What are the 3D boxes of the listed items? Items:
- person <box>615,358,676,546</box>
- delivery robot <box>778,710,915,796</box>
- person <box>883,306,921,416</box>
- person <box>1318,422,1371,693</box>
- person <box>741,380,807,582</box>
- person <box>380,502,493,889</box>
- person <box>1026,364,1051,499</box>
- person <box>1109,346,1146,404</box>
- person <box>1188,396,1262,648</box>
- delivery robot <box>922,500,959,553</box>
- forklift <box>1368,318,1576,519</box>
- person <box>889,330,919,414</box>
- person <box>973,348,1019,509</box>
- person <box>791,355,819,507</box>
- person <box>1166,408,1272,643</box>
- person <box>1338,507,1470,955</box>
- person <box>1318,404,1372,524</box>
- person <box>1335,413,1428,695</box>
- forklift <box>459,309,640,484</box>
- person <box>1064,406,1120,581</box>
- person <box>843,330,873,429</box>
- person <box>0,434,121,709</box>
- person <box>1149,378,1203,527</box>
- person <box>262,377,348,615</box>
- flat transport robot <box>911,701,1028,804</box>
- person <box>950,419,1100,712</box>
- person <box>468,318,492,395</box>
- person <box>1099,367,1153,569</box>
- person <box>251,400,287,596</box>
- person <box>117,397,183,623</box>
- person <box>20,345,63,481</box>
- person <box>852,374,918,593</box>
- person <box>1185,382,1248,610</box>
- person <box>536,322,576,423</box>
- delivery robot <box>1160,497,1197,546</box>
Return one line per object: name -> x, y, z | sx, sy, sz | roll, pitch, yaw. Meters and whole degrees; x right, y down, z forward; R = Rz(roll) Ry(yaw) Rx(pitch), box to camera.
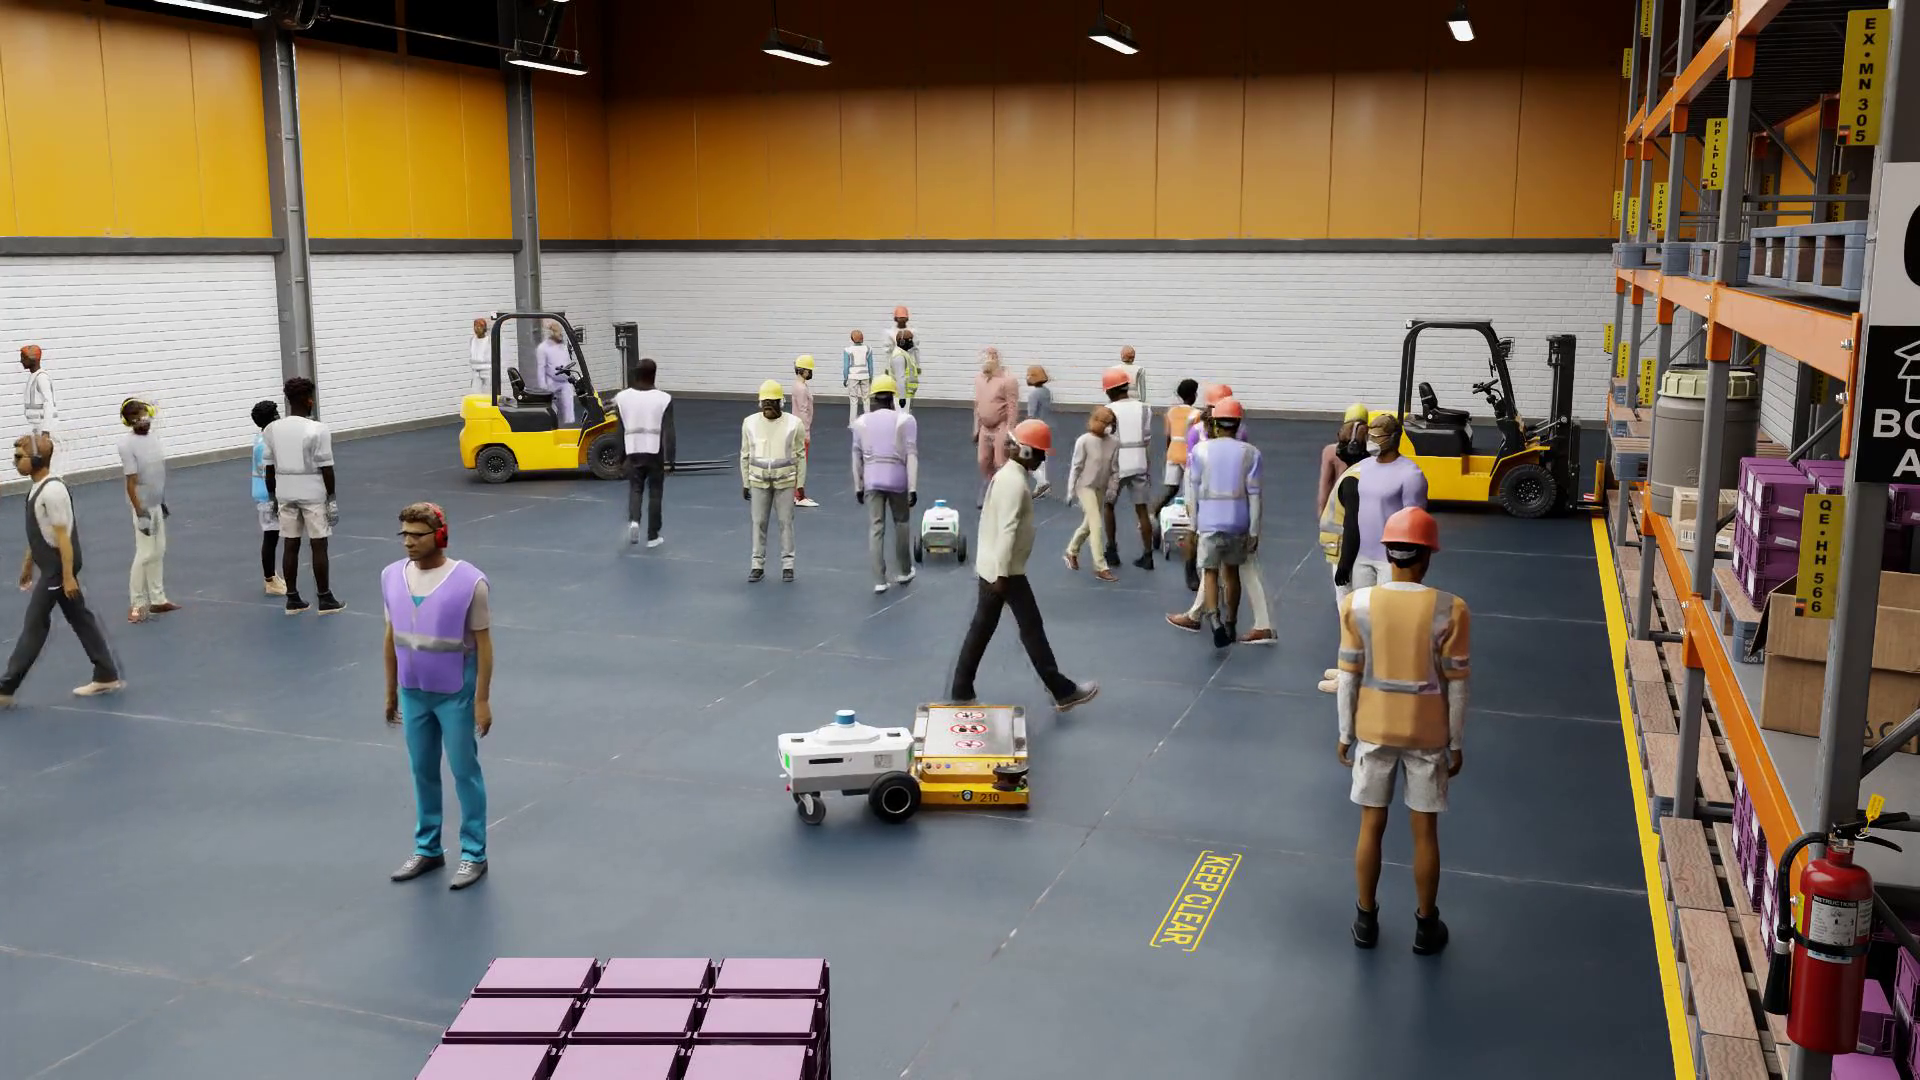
person -> -3.148, -0.864, 16.674 | 0.612, 1.902, 0.476 | 1, 10, 5
delivery robot -> -0.610, 1.150, 8.864 | 0.707, 0.478, 0.477 | -2, 10, -11
person -> -0.959, -2.947, 28.102 | 0.686, 2.007, 0.796 | -3, 10, -14
person -> 2.659, 0.118, 11.319 | 0.429, 1.844, 0.626 | 4, 11, 21
person -> -1.680, -0.529, 14.984 | 0.591, 1.834, 0.404 | 0, 10, 2
person -> -2.469, 0.724, 7.898 | 0.585, 1.841, 0.392 | 3, 11, 17
person -> 0.909, -1.271, 19.761 | 0.338, 1.622, 0.502 | 6, 12, 31
person -> 2.321, -1.868, 23.073 | 0.523, 1.638, 0.310 | -1, 10, -4
person -> 1.986, -0.115, 12.484 | 0.552, 1.905, 0.762 | 1, 10, 5
delivery robot -> -0.188, -0.144, 16.135 | 0.477, 0.478, 0.707 | 0, 10, 1
forklift -> 5.787, -1.437, 19.079 | 2.313, 2.155, 1.214 | 3, 11, 19
person -> -0.795, -2.045, 23.497 | 0.429, 1.841, 0.634 | 0, 10, 0
person -> 0.415, -1.229, 18.840 | 0.428, 1.874, 0.696 | -8, 13, -40
person -> -1.821, -1.270, 19.369 | 0.328, 1.760, 0.523 | -3, 10, -14
person -> 2.024, -0.115, 12.742 | 0.976, 1.808, 0.529 | 10, 14, 43
person -> 1.896, 0.817, 7.141 | 0.543, 1.927, 0.383 | 4, 11, 22
person -> 3.259, -0.261, 13.773 | 0.546, 1.715, 0.924 | 4, 11, 20
person -> 2.782, 0.131, 10.969 | 0.369, 1.939, 0.631 | -6, 11, -29
forklift -> -5.354, -1.902, 21.697 | 2.313, 2.155, 1.214 | -2, 10, -13
person -> 1.187, -0.460, 15.273 | 0.524, 1.588, 0.811 | -8, 13, -37
person -> -1.677, -2.644, 27.447 | 0.511, 1.638, 0.308 | -4, 11, -21
person -> -6.087, 0.207, 10.923 | 0.986, 1.795, 0.521 | -6, 12, -32
person -> 2.268, -0.838, 17.206 | 0.787, 1.672, 0.542 | -8, 13, -37
person -> -5.402, -0.353, 13.681 | 0.648, 1.962, 0.490 | 2, 10, 11
flat transport robot -> 0.056, 1.206, 9.610 | 0.652, 0.197, 1.431 | 0, 10, 1
person -> 0.399, 0.192, 10.688 | 1.037, 1.913, 0.671 | -2, 10, -9
person -> -7.682, -2.628, 26.752 | 0.607, 1.873, 0.648 | 4, 11, 23
person -> 1.527, -0.665, 15.618 | 0.555, 1.896, 0.580 | -4, 11, -19
person -> -5.972, -0.366, 14.443 | 0.315, 1.698, 0.541 | -4, 11, -22
person -> -6.583, -0.264, 13.532 | 0.333, 1.832, 0.652 | 0, 10, 2
person -> -10.667, -1.325, 19.323 | 0.342, 1.881, 0.579 | -8, 13, -37
person -> -0.634, -0.517, 14.723 | 0.602, 1.891, 0.806 | 2, 10, 10
person -> 2.151, -0.408, 14.141 | 0.546, 1.905, 0.902 | -2, 10, -8
person -> -6.175, -2.410, 25.513 | 0.658, 1.859, 1.019 | -8, 13, -37
delivery robot -> 2.152, -0.174, 16.319 | 0.477, 0.478, 0.707 | 1, 10, 4
